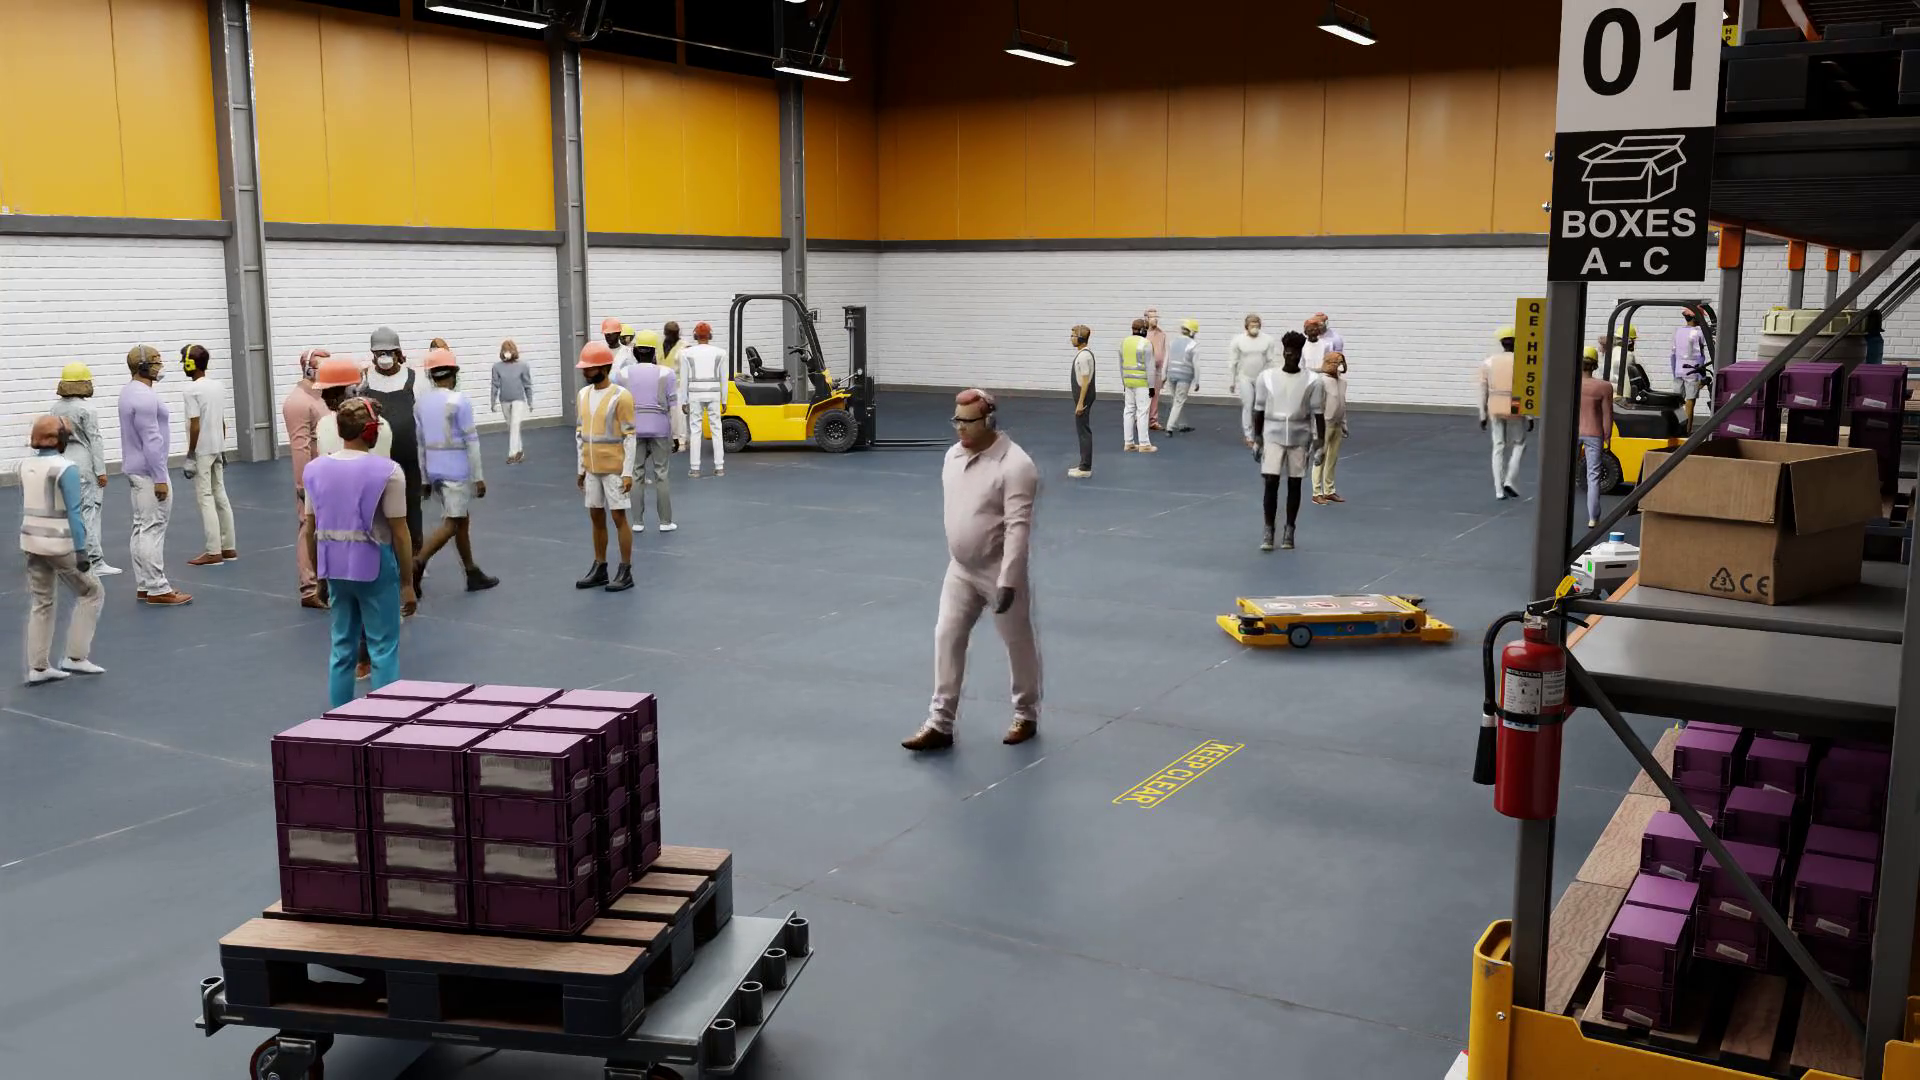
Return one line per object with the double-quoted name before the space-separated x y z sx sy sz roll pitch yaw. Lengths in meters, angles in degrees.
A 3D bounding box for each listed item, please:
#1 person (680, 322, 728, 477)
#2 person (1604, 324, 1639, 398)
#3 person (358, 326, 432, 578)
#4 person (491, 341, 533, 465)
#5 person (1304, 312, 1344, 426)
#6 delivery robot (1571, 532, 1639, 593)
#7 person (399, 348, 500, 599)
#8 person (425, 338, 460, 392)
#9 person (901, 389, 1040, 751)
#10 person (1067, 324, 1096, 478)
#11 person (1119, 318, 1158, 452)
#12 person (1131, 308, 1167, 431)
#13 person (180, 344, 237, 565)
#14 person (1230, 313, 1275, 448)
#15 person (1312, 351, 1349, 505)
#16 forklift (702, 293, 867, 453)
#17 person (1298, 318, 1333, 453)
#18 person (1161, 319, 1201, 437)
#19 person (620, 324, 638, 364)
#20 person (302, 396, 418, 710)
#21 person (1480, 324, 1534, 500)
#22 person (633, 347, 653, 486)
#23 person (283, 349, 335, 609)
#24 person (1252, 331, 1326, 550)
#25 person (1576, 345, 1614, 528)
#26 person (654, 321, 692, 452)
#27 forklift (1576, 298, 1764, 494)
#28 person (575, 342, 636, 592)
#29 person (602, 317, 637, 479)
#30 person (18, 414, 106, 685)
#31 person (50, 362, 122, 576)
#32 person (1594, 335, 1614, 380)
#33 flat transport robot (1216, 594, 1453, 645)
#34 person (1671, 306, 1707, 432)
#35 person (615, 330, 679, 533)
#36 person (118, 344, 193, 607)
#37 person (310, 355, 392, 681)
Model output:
"person" -3.097 -1.698 20.152 0.573 1.876 0.355 -2 9 -14
"person" 8.300 -1.793 20.899 0.404 1.826 0.591 -1 9 -3
"person" -4.559 -0.688 13.316 0.673 2.000 0.536 -3 9 -15
"person" -5.836 -1.801 21.674 0.515 1.590 0.863 1 9 4
"person" 5.184 -2.336 24.019 0.642 1.909 0.399 5 11 30
"delivery robot" 4.798 0.188 12.178 0.707 0.478 0.477 -3 10 -16
"person" -3.942 -0.504 12.624 0.576 1.899 0.885 6 11 32
"person" -6.675 -1.784 21.422 0.507 1.632 0.272 3 9 16
"person" 0.086 0.167 8.506 0.682 1.858 0.913 9 13 43
"person" 1.467 -1.672 20.061 0.330 1.844 0.519 1 9 8
"person" 2.475 -2.132 22.957 0.429 1.841 0.625 -7 12 -38
"person" 2.970 -2.649 25.957 0.643 1.913 0.408 -5 11 -31
"person" -6.372 -0.714 14.037 0.309 1.861 0.534 1 9 8
"person" 4.143 -2.283 23.727 0.655 1.906 0.818 0 9 -1
"person" 3.967 -1.200 17.775 0.498 1.634 0.278 -8 12 -40
"forklift" -2.458 -2.344 23.176 2.313 2.155 1.214 0 9 -2
"person" 4.818 -2.117 22.798 0.598 1.861 0.516 0 9 0
"person" 3.317 -2.432 25.042 0.798 1.777 0.659 -9 13 -44
"person" -4.570 -2.083 22.881 0.524 1.769 0.309 4 10 24
"person" -3.006 0.206 8.344 0.571 1.843 0.372 2 9 15
"person" 5.950 -1.384 18.084 0.603 1.900 0.454 6 11 33
"person" -3.673 -1.428 19.014 0.545 1.684 0.476 4 10 24
"person" -4.711 -0.458 12.297 0.402 1.906 0.652 0 9 -1
"person" 2.893 -0.856 14.636 0.641 1.944 0.744 2 9 12
"person" 6.029 -0.992 16.066 0.522 1.769 0.311 5 10 28
"person" -3.933 -2.116 23.012 0.650 1.824 0.582 4 10 25
"forklift" 7.954 -1.589 18.462 2.313 2.155 1.214 5 11 30
"person" -2.760 -0.563 12.863 0.549 1.934 0.374 5 11 31
"person" -4.111 -1.674 19.793 0.552 1.935 0.364 2 9 14
"person" -5.396 0.055 9.965 0.581 1.612 0.497 5 10 28
"person" -7.129 -0.573 13.521 0.494 1.743 0.308 4 10 22
"person" 8.848 -1.976 22.666 0.467 1.624 0.515 2 9 9
"flat transport robot" 2.514 0.529 11.226 1.431 0.197 0.652 -1 9 -6
"person" 10.432 -2.367 23.786 0.381 2.045 0.605 -3 9 -16
"person" -2.958 -1.028 15.790 0.594 1.924 0.381 0 9 -3
"person" -5.983 -0.474 12.296 0.373 1.940 0.630 -7 12 -38
"person" -3.638 -0.134 10.089 0.615 1.973 0.553 4 10 25
